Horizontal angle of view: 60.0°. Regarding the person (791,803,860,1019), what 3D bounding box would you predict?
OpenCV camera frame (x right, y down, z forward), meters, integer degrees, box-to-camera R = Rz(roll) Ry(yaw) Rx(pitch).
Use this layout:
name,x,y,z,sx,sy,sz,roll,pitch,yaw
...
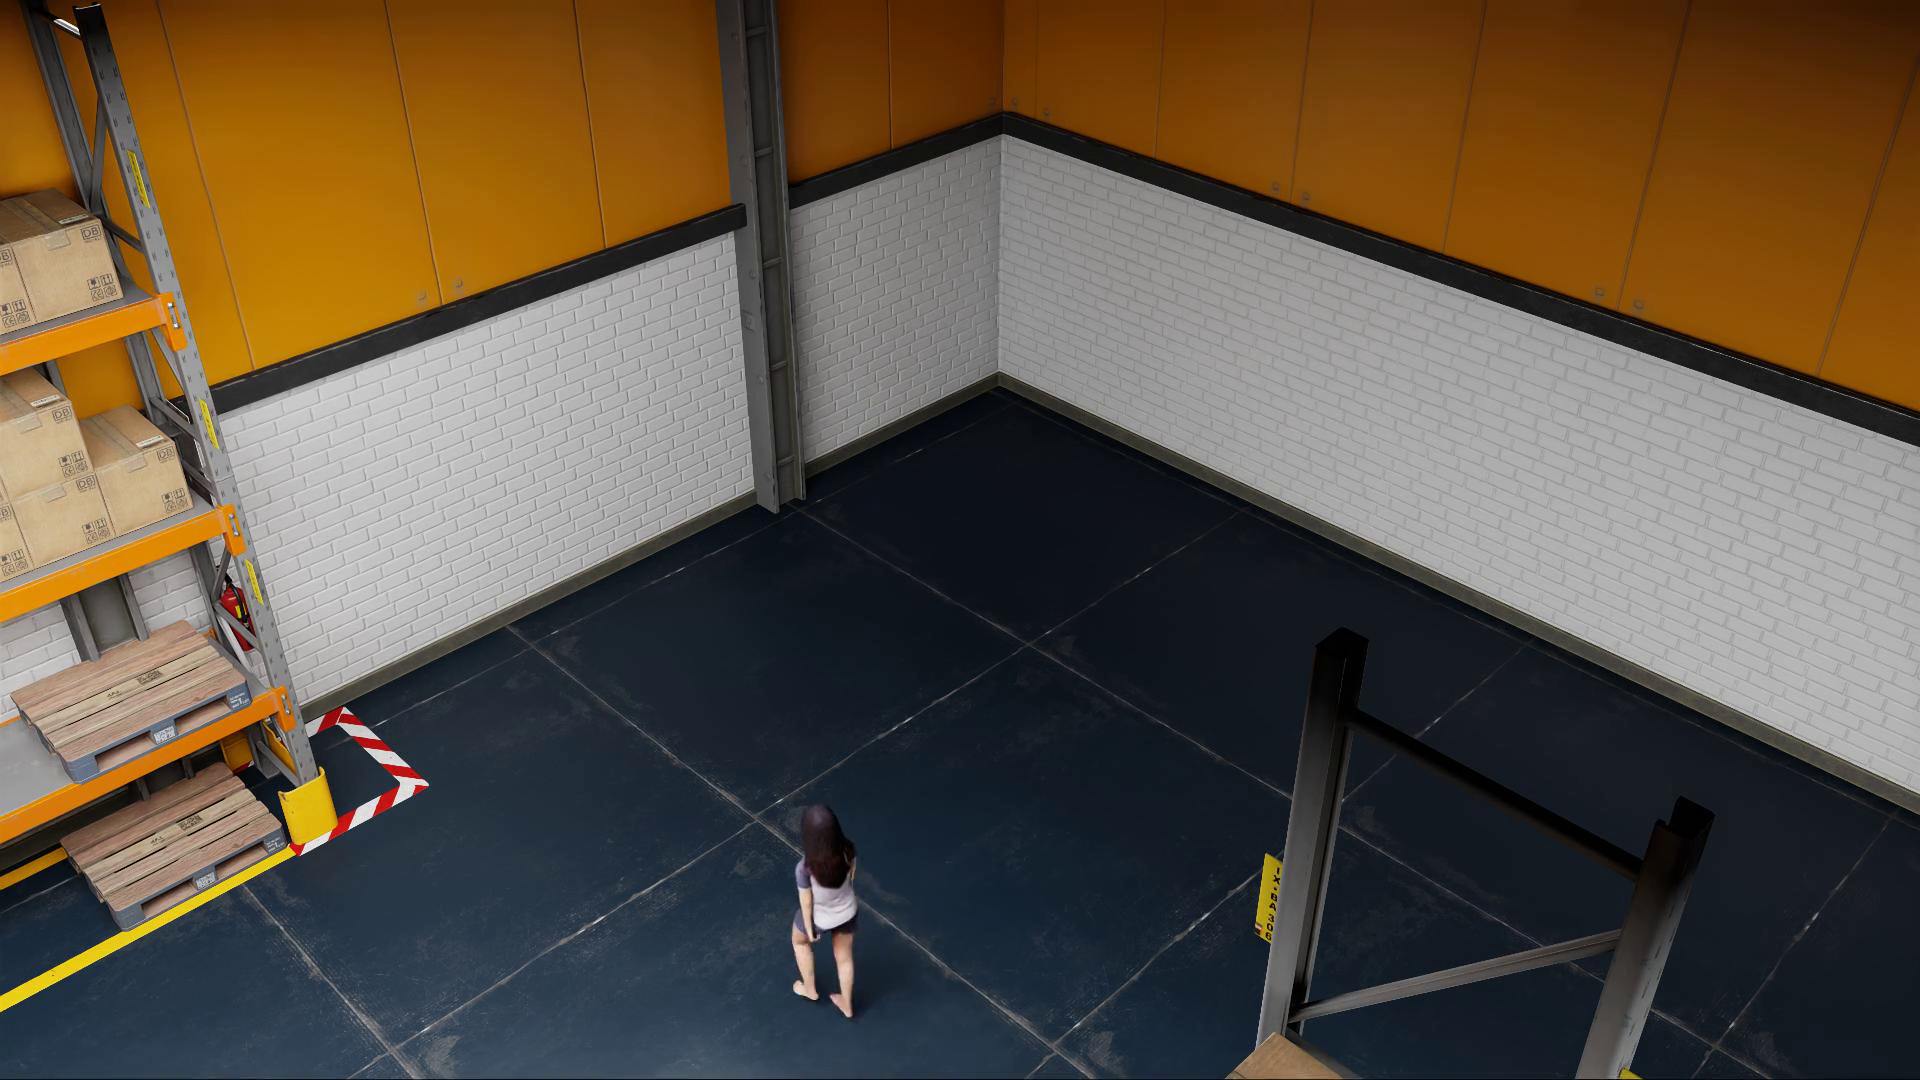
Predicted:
name,x,y,z,sx,sy,sz,roll,pitch,yaw
person,-0.775,2.369,10.393,0.663,1.693,0.725,-20,38,-27
